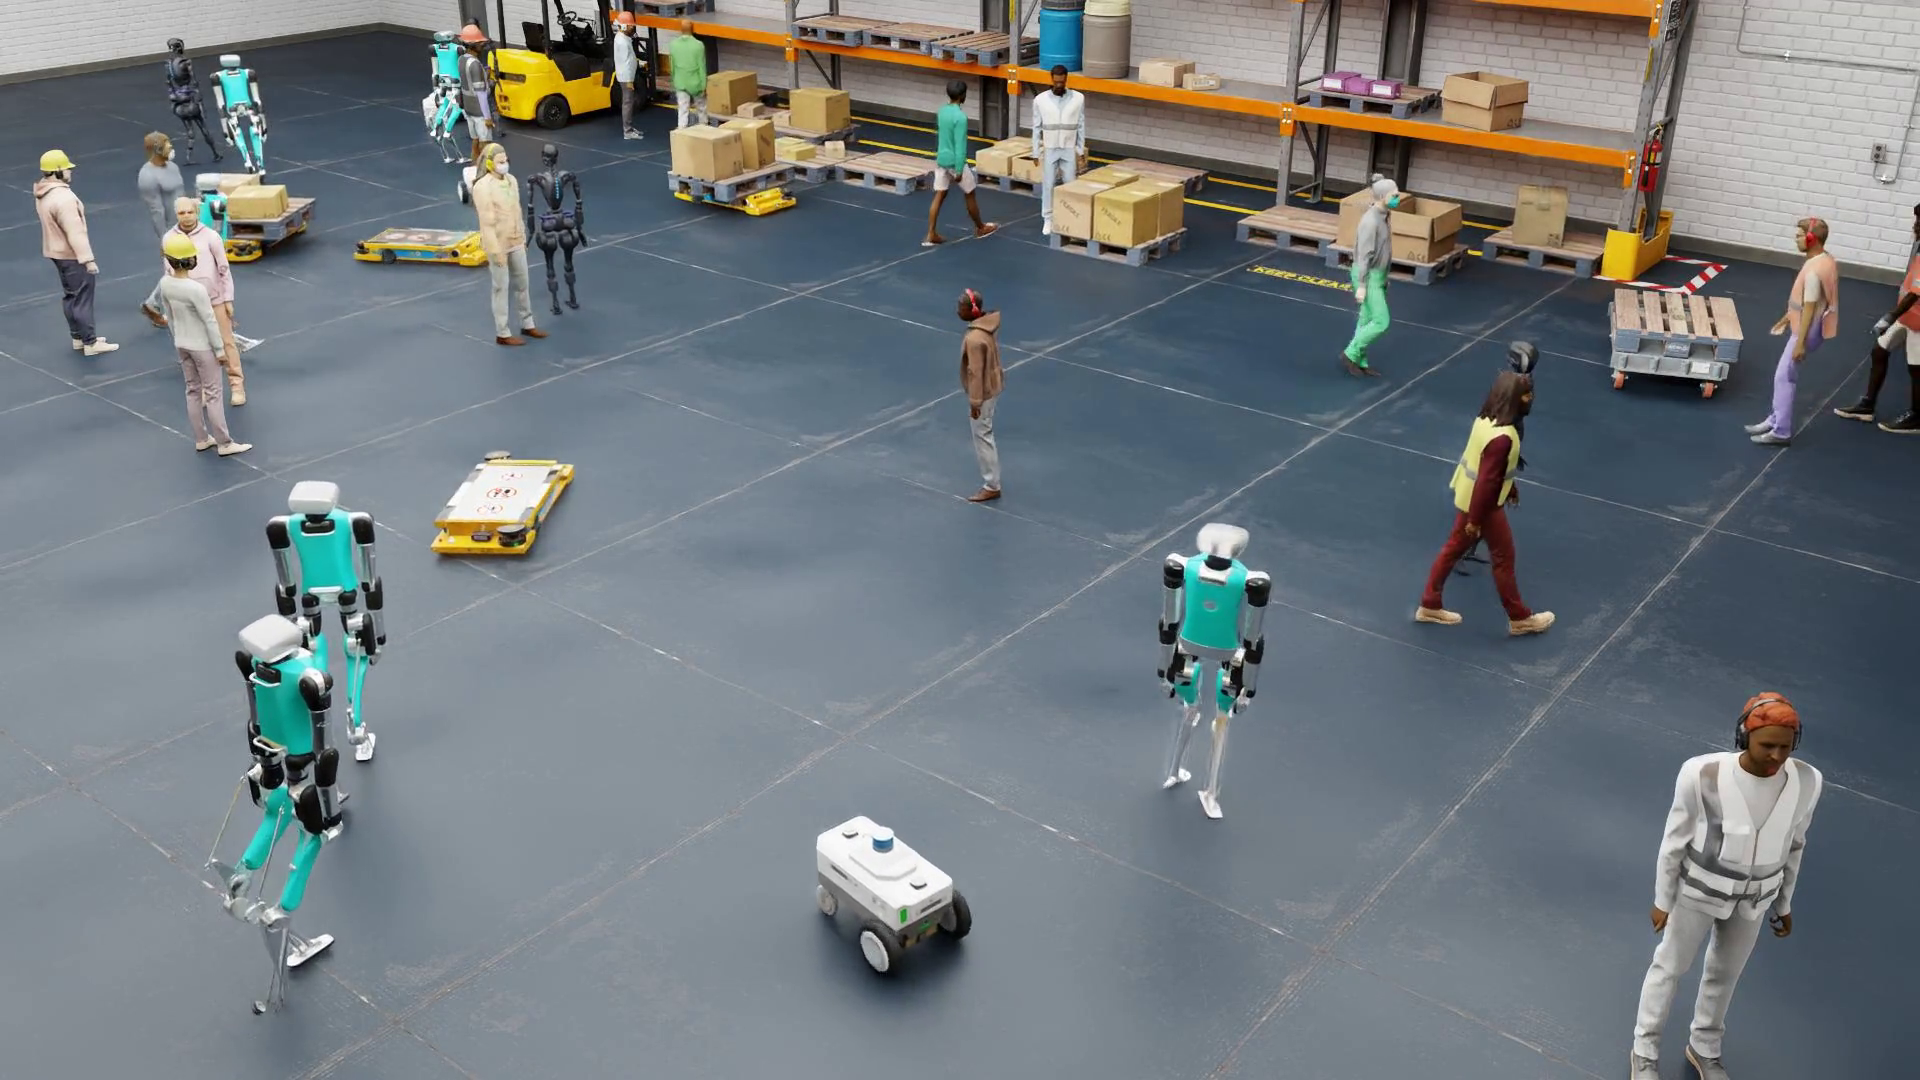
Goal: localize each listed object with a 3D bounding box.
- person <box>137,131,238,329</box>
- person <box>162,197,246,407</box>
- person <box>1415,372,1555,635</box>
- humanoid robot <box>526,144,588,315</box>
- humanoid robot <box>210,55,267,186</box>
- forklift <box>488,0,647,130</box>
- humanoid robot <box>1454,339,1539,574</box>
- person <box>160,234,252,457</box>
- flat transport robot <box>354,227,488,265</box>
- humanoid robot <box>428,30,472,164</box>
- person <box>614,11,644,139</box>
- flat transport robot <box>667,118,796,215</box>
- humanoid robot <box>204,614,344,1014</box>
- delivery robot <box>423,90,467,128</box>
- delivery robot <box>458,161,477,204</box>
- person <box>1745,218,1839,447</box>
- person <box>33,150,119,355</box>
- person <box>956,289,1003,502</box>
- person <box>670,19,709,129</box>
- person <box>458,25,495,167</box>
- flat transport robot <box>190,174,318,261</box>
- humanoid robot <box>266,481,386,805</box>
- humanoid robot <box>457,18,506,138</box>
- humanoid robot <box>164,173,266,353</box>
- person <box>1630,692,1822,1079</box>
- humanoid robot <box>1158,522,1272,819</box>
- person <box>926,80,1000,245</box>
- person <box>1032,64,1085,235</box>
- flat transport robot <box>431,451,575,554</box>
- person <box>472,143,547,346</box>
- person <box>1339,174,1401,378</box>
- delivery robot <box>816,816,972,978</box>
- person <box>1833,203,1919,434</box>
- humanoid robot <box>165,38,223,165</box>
[{"bbox_3d":[-7.399,-2.890,15.675,0.761,1.900,0.645,1,26,3],"label":"person"},{"bbox_3d":[-6.356,-2.002,13.973,0.526,1.784,0.401,-4,26,-8],"label":"person"},{"bbox_3d":[3.358,-0.223,10.354,0.892,1.728,0.480,2,26,4],"label":"person"},{"bbox_3d":[-3.954,-3.033,16.234,0.610,1.651,0.369,-15,30,-29],"label":"humanoid robot"},{"bbox_3d":[-8.578,-4.904,20.030,0.531,1.756,0.900,-16,30,-30],"label":"humanoid robot"},{"bbox_3d":[-5.874,-7.334,24.552,1.214,2.155,2.313,19,32,34],"label":"forklift"},{"bbox_3d":[3.590,-0.574,11.158,0.368,1.647,0.594,21,33,37],"label":"humanoid robot"},{"bbox_3d":[-5.934,-1.512,12.980,0.524,1.768,0.310,13,29,26],"label":"person"},{"bbox_3d":[-5.826,-3.211,18.220,1.431,0.231,0.659,4,26,8],"label":"flat transport robot"},{"bbox_3d":[-6.687,-5.698,21.531,0.533,1.675,0.735,8,27,15],"label":"humanoid robot"},{"bbox_3d":[-4.670,-6.546,23.432,0.352,1.742,0.572,-6,26,-12],"label":"person"},{"bbox_3d":[-2.759,-4.221,20.311,1.431,0.231,0.659,18,31,33],"label":"flat transport robot"},{"bbox_3d":[-3.076,1.294,7.322,0.542,1.899,0.754,15,30,29],"label":"humanoid robot"},{"bbox_3d":[-7.606,-6.383,24.452,0.499,0.587,0.788,2,26,4],"label":"delivery robot"},{"bbox_3d":[-5.782,-4.300,20.160,0.499,0.606,0.801,-12,28,-24],"label":"delivery robot"},{"bbox_3d":[6.664,-1.627,13.154,0.489,1.823,0.608,13,29,25],"label":"person"},{"bbox_3d":[-8.109,-2.607,15.147,0.433,1.859,0.791,-21,33,-37],"label":"person"},{"bbox_3d":[0.155,-1.073,12.213,0.334,1.632,0.531,5,26,10],"label":"person"},{"bbox_3d":[-3.704,-6.252,22.824,0.551,1.746,0.849,6,26,12],"label":"person"},{"bbox_3d":[-5.906,-5.285,20.479,0.374,2.044,0.604,-17,30,-31],"label":"person"},{"bbox_3d":[-7.939,-3.392,18.595,0.659,0.231,1.431,2,26,4],"label":"flat transport robot"},{"bbox_3d":[-3.271,0.621,8.655,0.545,1.773,1.037,-5,26,-10],"label":"humanoid robot"},{"bbox_3d":[-6.756,-6.483,23.383,0.589,1.638,0.399,-6,26,-11],"label":"humanoid robot"},{"bbox_3d":[-6.779,-2.352,14.746,0.986,1.719,0.531,-14,29,-27],"label":"humanoid robot"},{"bbox_3d":[3.083,1.448,6.718,0.572,1.883,0.355,0,26,1],"label":"person"},{"bbox_3d":[1.320,0.633,8.589,0.599,1.785,0.821,10,27,19],"label":"humanoid robot"},{"bbox_3d":[-0.022,-4.209,18.523,0.962,1.799,0.507,-19,31,-34],"label":"person"},{"bbox_3d":[1.117,-4.426,18.856,0.600,1.907,0.398,-2,26,-4],"label":"person"},{"bbox_3d":[-3.318,-0.278,12.146,0.659,0.231,1.431,1,26,2],"label":"flat transport robot"},{"bbox_3d":[-4.220,-2.738,15.403,0.447,1.870,0.567,13,29,25],"label":"person"},{"bbox_3d":[3.628,-2.277,14.490,0.421,1.828,0.548,13,29,25],"label":"person"},{"bbox_3d":[-0.346,1.647,7.851,0.499,0.612,0.814,-21,33,-36],"label":"delivery robot"},{"bbox_3d":[7.551,-1.788,13.353,0.771,1.930,0.616,9,27,17],"label":"person"},{"bbox_3d":[-10.219,-5.802,22.008,0.599,1.631,0.540,12,28,23],"label":"humanoid robot"}]
